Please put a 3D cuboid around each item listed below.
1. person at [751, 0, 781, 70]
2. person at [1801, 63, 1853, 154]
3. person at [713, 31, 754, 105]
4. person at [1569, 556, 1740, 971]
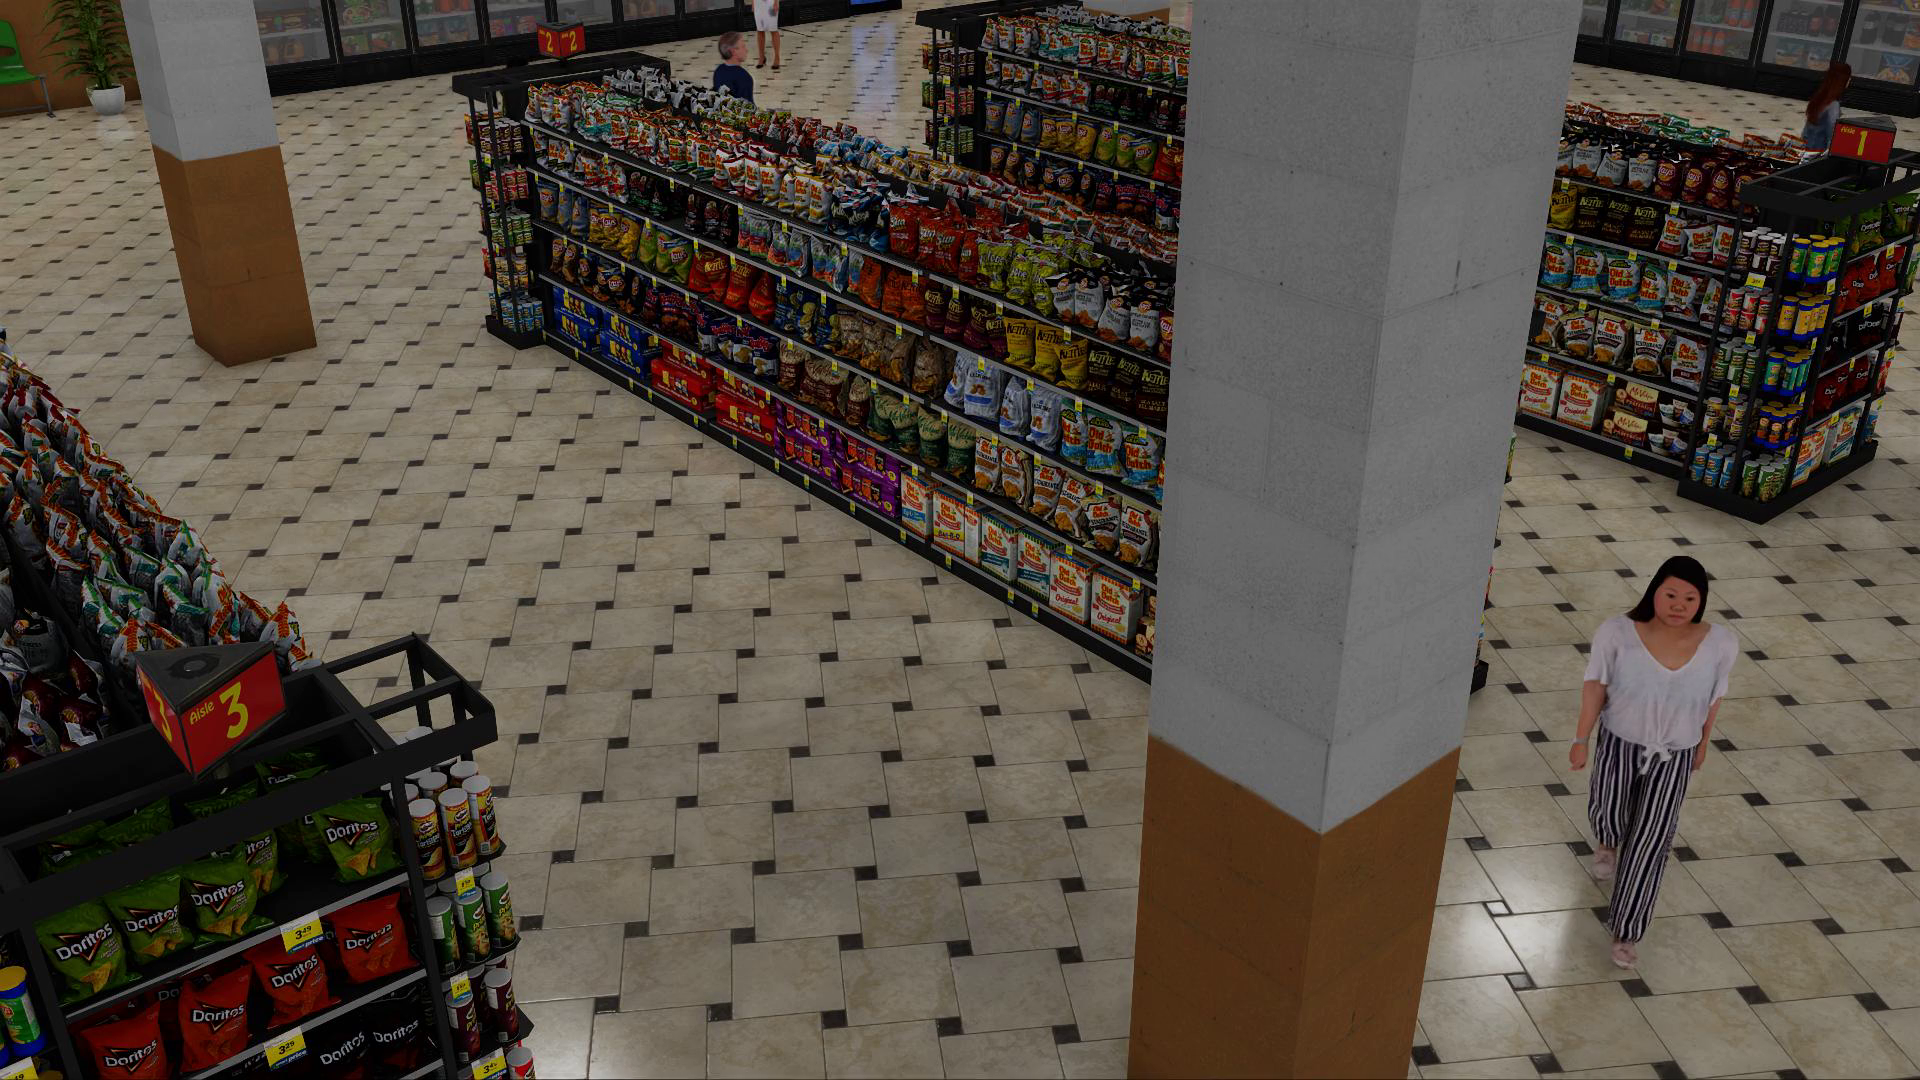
[{"bbox_3d":[-2.595,-7.184,22.174,0.615,1.748,0.707,8,28,15],"label":"person"},{"bbox_3d":[7.421,-3.331,14.660,1.120,1.672,1.028,4,27,8],"label":"person"},{"bbox_3d":[-2.008,-3.628,15.028,0.721,1.870,0.473,-22,34,-36],"label":"person"},{"bbox_3d":[2.706,0.780,6.600,1.195,1.631,1.105,10,28,18],"label":"person"}]
